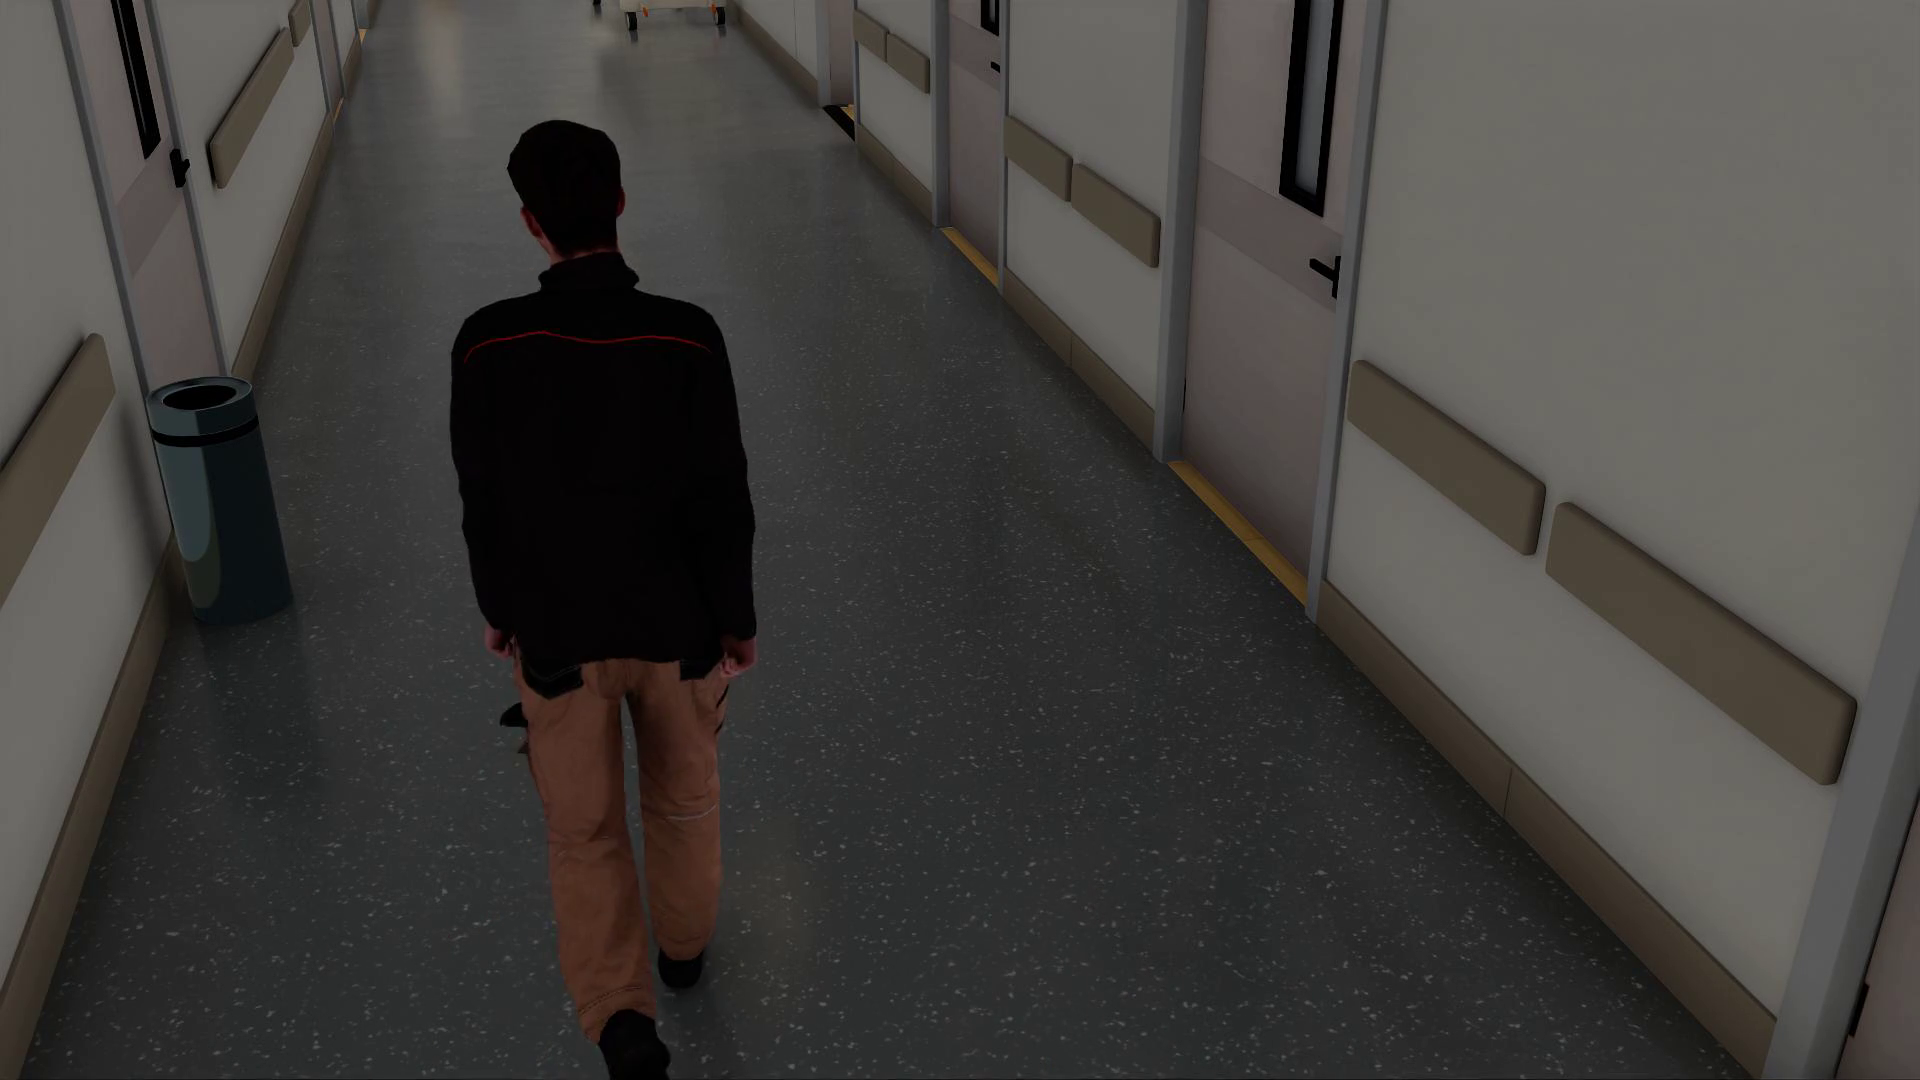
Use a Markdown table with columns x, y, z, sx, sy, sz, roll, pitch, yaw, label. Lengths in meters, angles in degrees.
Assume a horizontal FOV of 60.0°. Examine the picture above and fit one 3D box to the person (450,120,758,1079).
| x | y | z | sx | sy | sz | roll | pitch | yaw | label |
| --- | --- | --- | --- | --- | --- | --- | --- | --- | --- |
| -0.651 | 0.218 | 3.103 | 1.009 | 1.896 | 0.728 | -6 | 26 | -11 | person |
